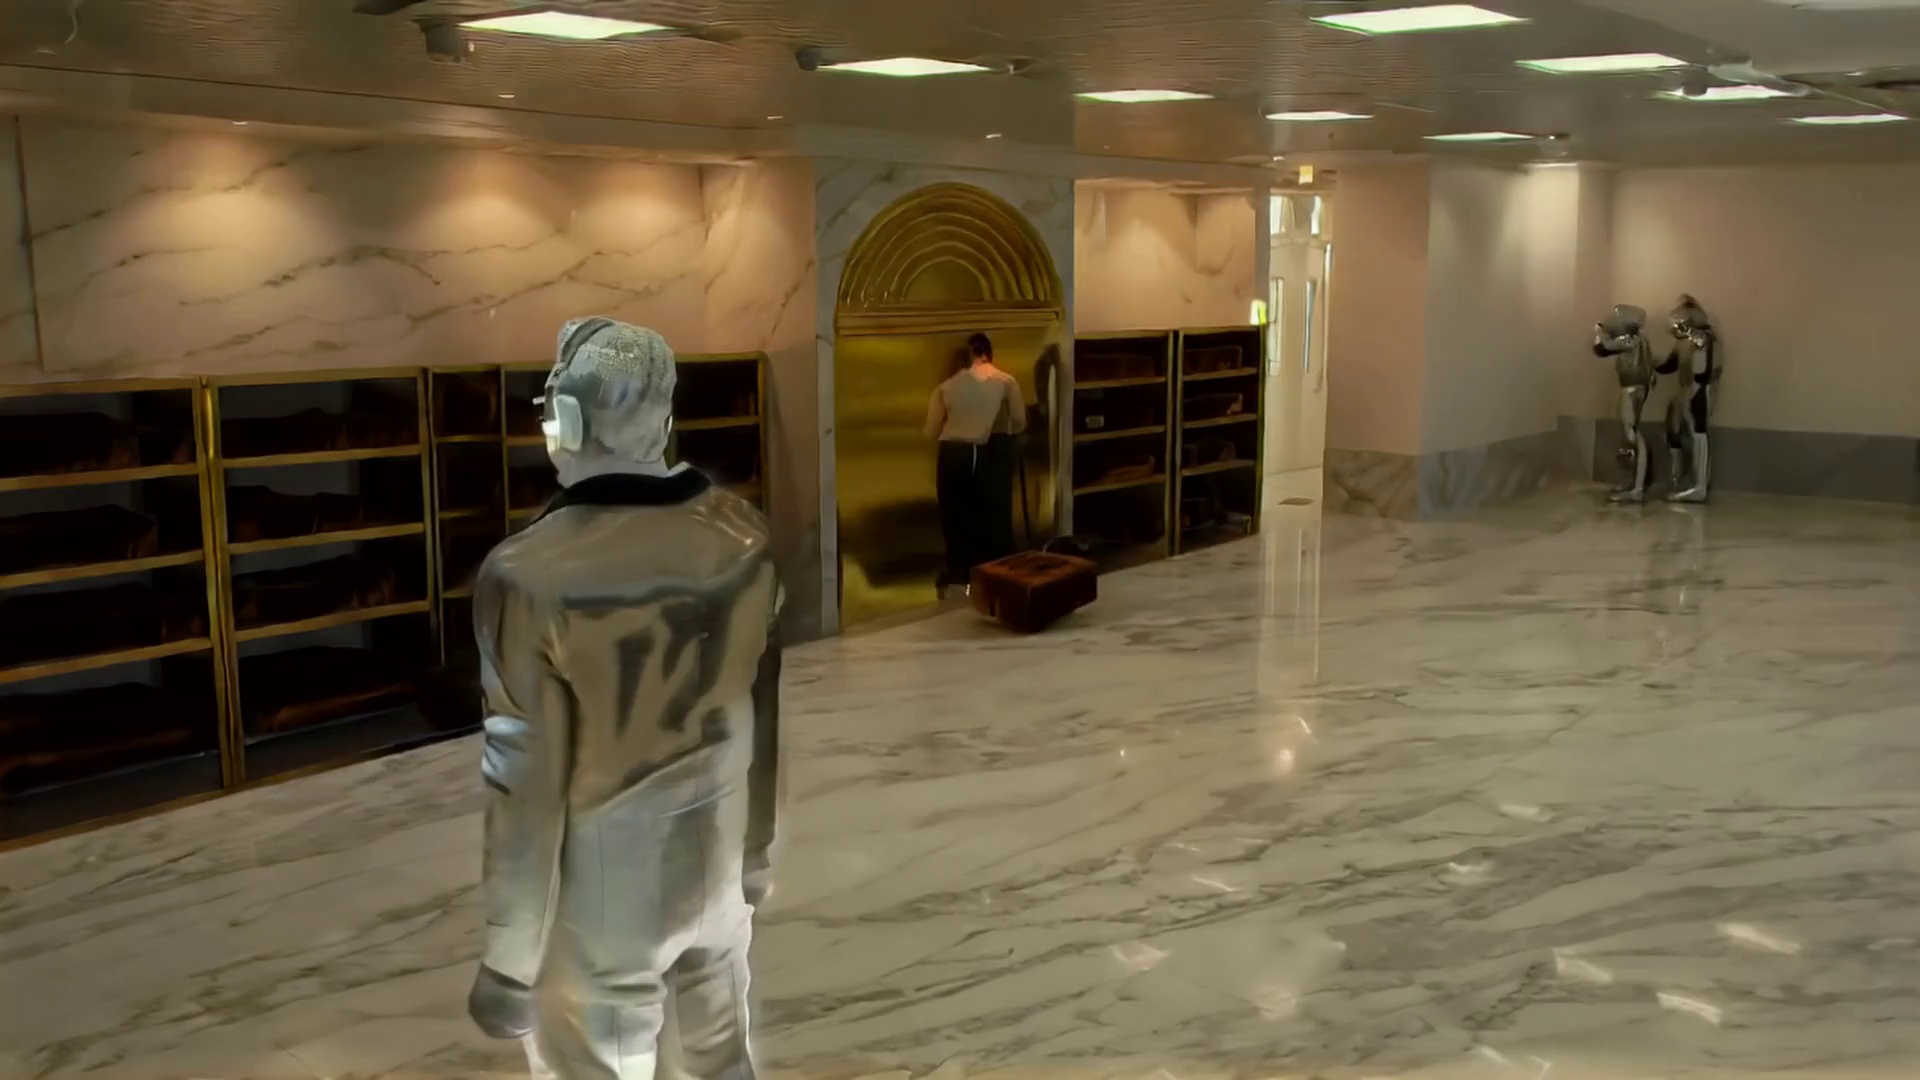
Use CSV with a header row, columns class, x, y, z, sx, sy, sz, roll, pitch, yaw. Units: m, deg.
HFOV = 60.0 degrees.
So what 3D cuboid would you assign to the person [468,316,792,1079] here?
class,x,y,z,sx,sy,sz,roll,pitch,yaw
person,-0.571,0.582,2.817,0.408,1.906,0.654,7,12,33
